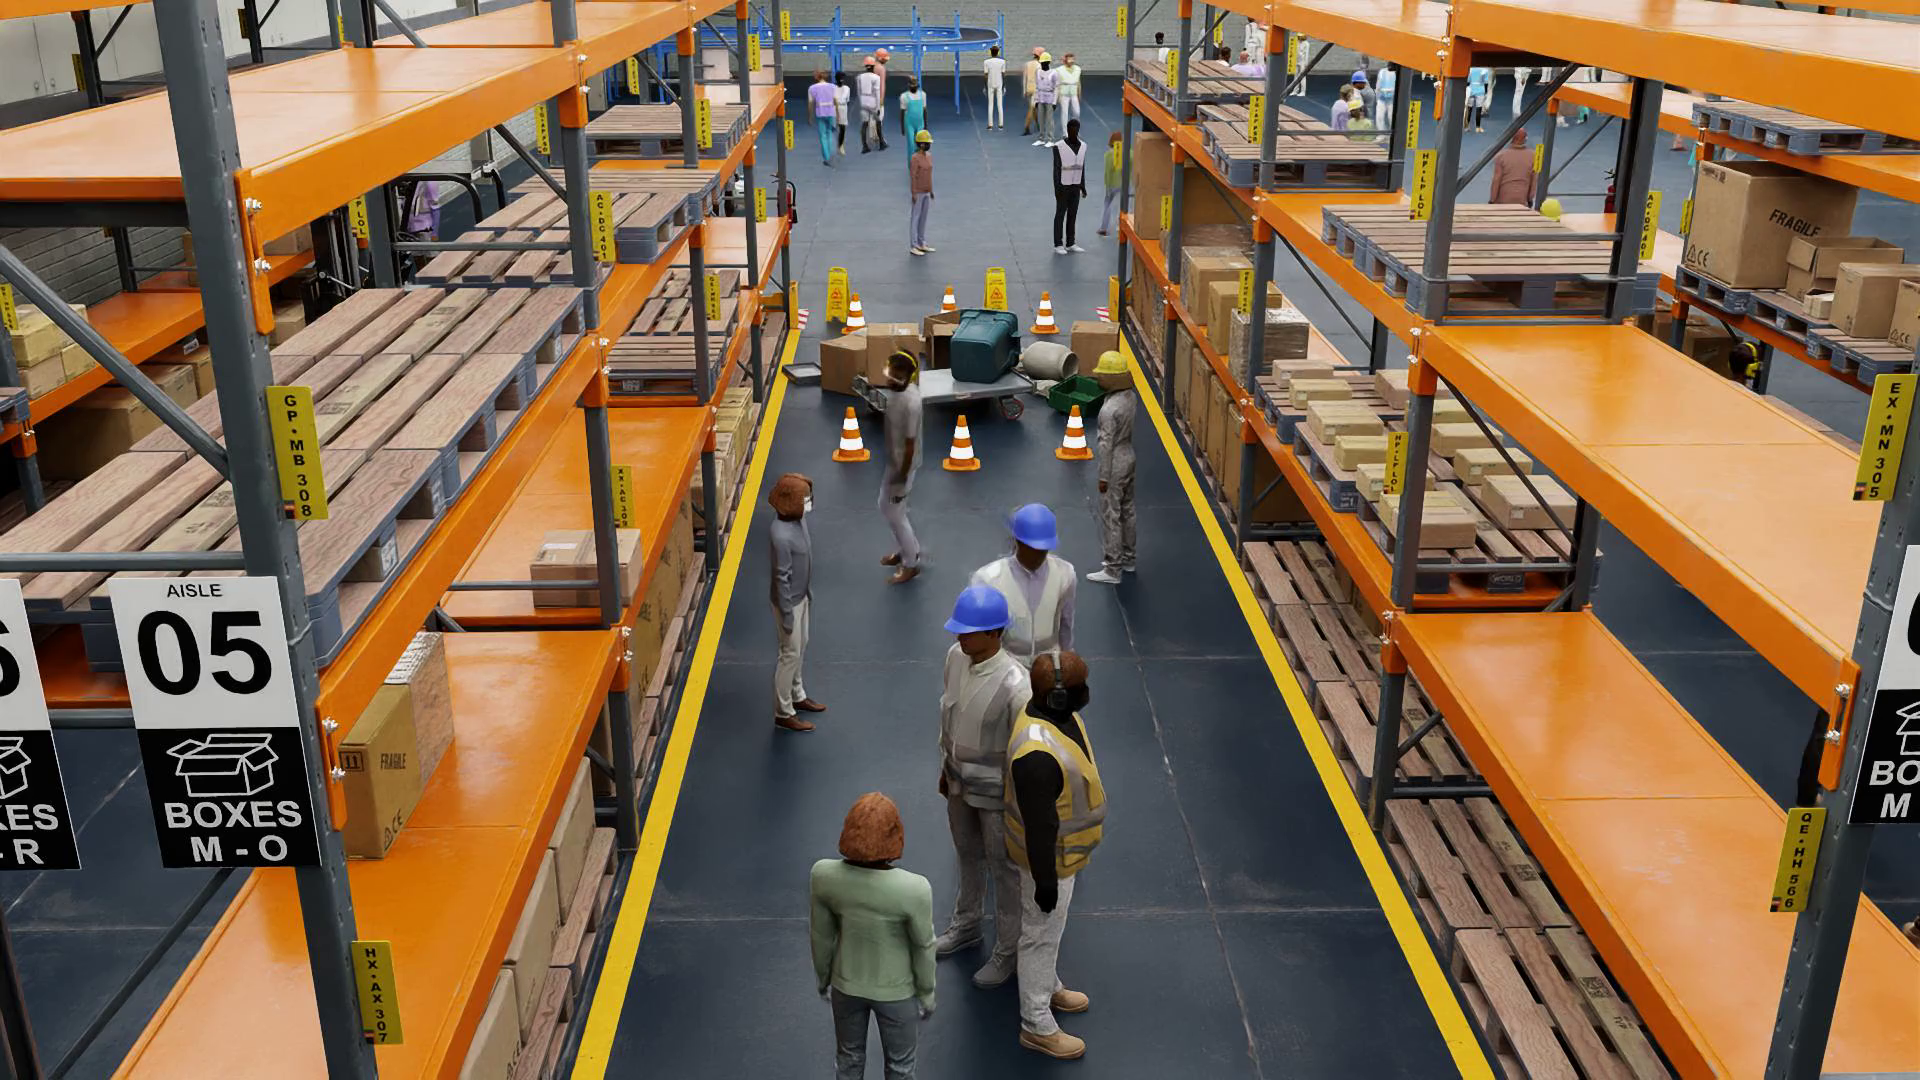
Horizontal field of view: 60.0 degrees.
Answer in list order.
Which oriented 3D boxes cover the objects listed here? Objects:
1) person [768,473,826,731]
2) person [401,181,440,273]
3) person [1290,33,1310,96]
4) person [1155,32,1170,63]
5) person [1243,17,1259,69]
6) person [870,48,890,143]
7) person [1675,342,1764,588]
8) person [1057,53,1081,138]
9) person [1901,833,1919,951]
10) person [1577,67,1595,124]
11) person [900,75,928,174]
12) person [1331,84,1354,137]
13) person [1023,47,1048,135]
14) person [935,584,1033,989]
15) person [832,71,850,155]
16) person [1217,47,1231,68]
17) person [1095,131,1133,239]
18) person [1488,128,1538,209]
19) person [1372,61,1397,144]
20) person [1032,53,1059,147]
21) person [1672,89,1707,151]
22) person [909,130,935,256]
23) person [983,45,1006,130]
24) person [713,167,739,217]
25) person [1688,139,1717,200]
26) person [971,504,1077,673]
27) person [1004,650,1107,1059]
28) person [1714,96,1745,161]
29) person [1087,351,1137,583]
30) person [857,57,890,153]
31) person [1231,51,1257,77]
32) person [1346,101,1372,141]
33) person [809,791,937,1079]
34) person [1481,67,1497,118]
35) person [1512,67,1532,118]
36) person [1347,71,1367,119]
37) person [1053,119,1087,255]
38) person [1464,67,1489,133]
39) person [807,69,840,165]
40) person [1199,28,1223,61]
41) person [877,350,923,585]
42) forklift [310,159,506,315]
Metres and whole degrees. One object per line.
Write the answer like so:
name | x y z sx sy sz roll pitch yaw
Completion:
person | -0.995 0.366 9.969 0.289 1.622 0.508 2 21 6
person | -6.653 -3.835 20.487 0.607 2.044 0.374 12 24 29
person | 9.135 -12.813 44.652 0.320 1.737 0.487 -13 24 -31
person | 4.796 -11.308 40.345 0.614 1.963 0.362 -6 22 -16
person | 8.602 -14.609 49.190 0.575 1.881 0.356 -19 28 -41
person | -1.738 -9.496 35.560 0.446 1.974 0.715 -10 23 -24
person | 5.481 -0.501 11.949 0.363 1.858 0.585 -12 24 -29
person | 2.377 -9.651 36.154 0.572 1.830 0.458 -6 22 -16
person | 4.727 1.185 7.698 0.532 1.697 0.322 8 22 20
person | 14.476 -10.561 38.711 0.567 1.724 0.673 2 21 4
person | -0.857 -7.783 31.215 0.543 1.828 0.426 -8 22 -20
person | 6.537 -6.832 28.562 0.372 1.935 0.627 -1 21 -4
person | 1.723 -9.970 36.930 0.557 1.871 1.014 18 27 39
person | 0.108 1.105 7.561 0.389 1.949 0.602 -16 26 -36
person | -2.532 -8.738 33.963 0.540 1.677 0.576 -11 24 -28
person | 5.761 -9.916 36.755 0.400 1.907 0.600 -7 22 -17
person | 2.345 -5.360 25.122 0.513 1.606 0.735 -8 22 -20
person | 7.674 -4.773 23.156 0.654 1.906 0.406 -1 21 -3
person | 9.124 -9.356 35.435 0.656 1.809 0.566 13 24 31
person | 1.802 -9.246 34.950 0.384 1.928 0.588 -19 28 -41
person | 15.259 -8.903 34.146 0.988 1.857 0.643 3 21 8
person | -0.535 -5.013 23.986 0.330 1.769 0.526 12 24 28
person | 0.783 -10.257 37.700 0.519 1.874 0.326 -2 21 -5
person | -3.610 -5.656 25.445 0.354 1.939 0.545 18 27 39
person | 11.662 -5.865 26.138 0.394 1.837 0.564 11 24 28
person | 0.335 0.710 8.687 0.625 1.889 1.015 -6 22 -16
person | 0.406 1.324 7.133 0.429 1.842 0.633 3 21 8
person | 13.591 -7.204 29.396 0.536 2.000 0.688 -18 27 -39
person | 1.115 -0.538 12.206 0.321 1.738 0.487 11 23 27
person | -1.791 -8.958 34.233 0.564 1.893 0.903 10 23 25
person | 6.058 -9.488 35.615 0.641 1.912 0.410 11 23 27
person | 6.676 -6.519 28.060 0.513 1.699 0.800 15 25 34
person | -0.327 1.713 6.391 0.501 1.633 0.286 7 22 17
person | 12.649 -11.083 39.929 0.490 1.846 0.454 12 24 29
person | 13.468 -11.093 39.801 0.390 1.949 0.602 5 21 14
person | 7.261 -7.642 30.680 0.387 1.948 0.602 7 22 19
person | 1.576 -5.114 24.048 0.587 1.915 0.393 -15 25 -34
person | 11.552 -9.976 37.200 0.530 1.696 0.322 18 27 39
person | -2.699 -8.296 32.594 0.589 1.808 0.814 -7 22 -19
person | 6.964 -13.465 45.944 0.684 2.000 0.535 14 25 33
person | -0.425 -0.535 12.088 0.347 1.816 0.637 -7 22 -17
forklift | -5.622 -2.910 17.832 2.313 2.155 1.214 -1 21 -1
